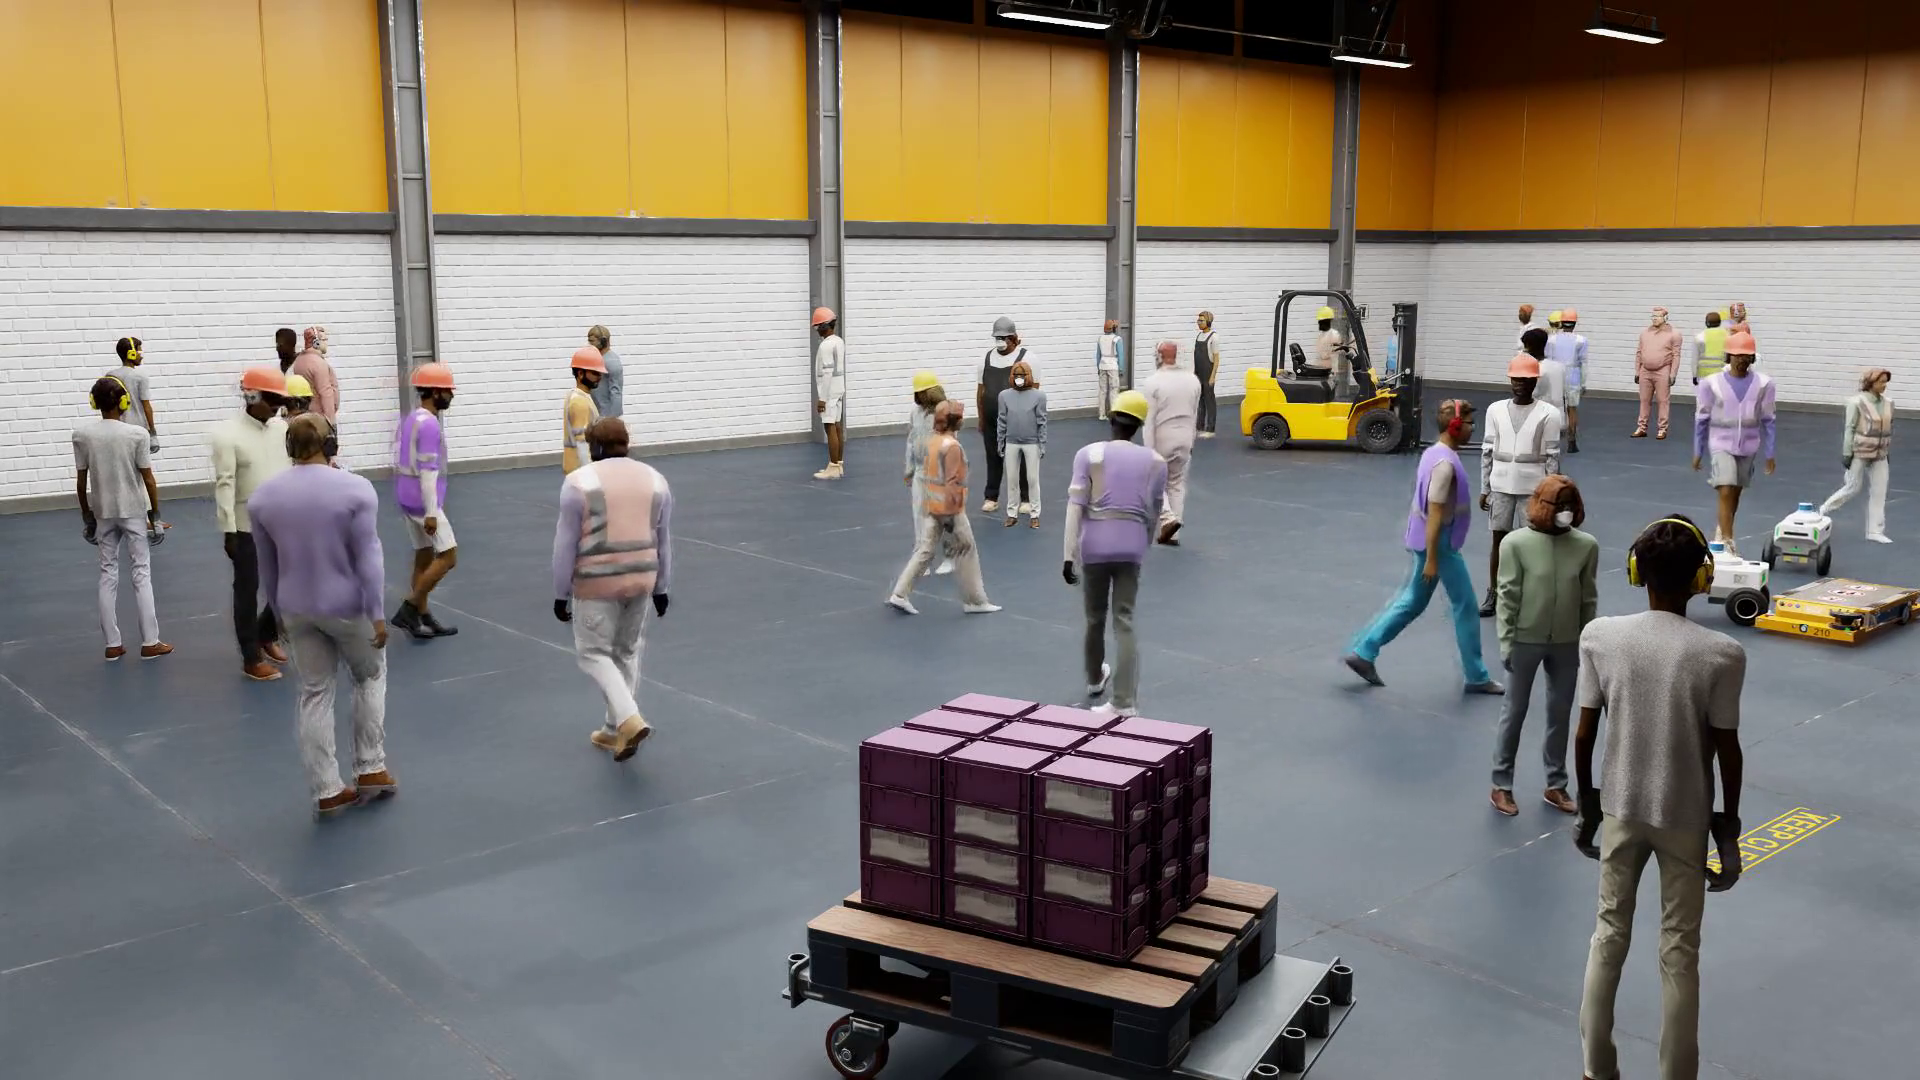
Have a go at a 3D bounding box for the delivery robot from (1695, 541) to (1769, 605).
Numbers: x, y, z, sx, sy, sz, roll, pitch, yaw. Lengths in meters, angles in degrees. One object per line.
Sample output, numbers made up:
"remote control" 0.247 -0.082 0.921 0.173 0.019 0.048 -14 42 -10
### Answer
"delivery robot" 5.495 0.254 12.119 0.707 0.478 0.477 5 11 26

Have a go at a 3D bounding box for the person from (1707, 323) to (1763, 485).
"person" 8.854 -1.526 18.936 0.362 1.883 0.575 -2 10 -9

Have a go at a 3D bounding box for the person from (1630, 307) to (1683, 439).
"person" 10.060 -2.412 24.058 0.407 1.908 0.641 -9 13 -42

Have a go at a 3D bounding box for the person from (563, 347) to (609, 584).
"person" -2.906 -0.534 12.985 0.376 1.932 0.543 -3 10 -15

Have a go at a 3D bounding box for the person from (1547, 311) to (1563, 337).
"person" 9.346 -2.707 26.183 0.303 1.772 0.530 3 10 16

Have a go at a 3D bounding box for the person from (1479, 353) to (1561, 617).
"person" 4.040 -0.382 12.066 0.550 1.940 0.346 6 12 33

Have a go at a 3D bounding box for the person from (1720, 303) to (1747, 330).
"person" 12.140 -2.762 26.093 0.650 1.911 0.409 -8 12 -38

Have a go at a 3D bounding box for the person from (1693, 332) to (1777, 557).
"person" 6.714 -0.804 14.410 0.623 1.994 1.032 2 10 11

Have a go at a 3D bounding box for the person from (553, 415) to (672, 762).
"person" -1.770 0.264 8.665 0.664 1.822 0.624 -9 13 -42

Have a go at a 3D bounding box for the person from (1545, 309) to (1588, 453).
"person" 8.131 -2.134 22.340 0.553 1.933 0.368 5 11 25

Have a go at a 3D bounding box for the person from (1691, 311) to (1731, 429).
"person" 11.277 -2.515 24.923 0.619 1.817 0.868 3 10 17

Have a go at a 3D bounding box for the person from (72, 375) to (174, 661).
"person" -5.470 -0.140 10.859 0.513 1.872 0.328 -1 10 -6

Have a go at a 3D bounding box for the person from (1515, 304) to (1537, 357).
"person" 9.070 -2.861 26.788 0.442 1.873 0.634 1 10 4

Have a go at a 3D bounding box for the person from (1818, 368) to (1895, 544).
"person" 8.406 -0.803 15.483 0.518 1.615 0.702 -3 10 -14

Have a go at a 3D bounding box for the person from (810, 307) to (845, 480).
"person" -1.566 -1.728 19.677 0.387 2.034 0.605 2 10 10

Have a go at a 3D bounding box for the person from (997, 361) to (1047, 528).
"person" 0.601 -0.922 16.155 0.501 1.625 0.282 3 10 17

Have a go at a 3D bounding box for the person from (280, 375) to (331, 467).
"person" -4.854 -0.332 12.284 0.525 1.770 0.306 3 10 18

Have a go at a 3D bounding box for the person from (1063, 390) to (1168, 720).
"person" 0.889 0.071 9.676 0.643 1.857 0.851 -1 10 -6

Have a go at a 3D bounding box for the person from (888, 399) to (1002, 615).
"person" -0.139 -0.232 12.181 0.837 1.603 0.526 -3 10 -19

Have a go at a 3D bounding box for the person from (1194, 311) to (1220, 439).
"person" 3.549 -2.395 24.132 0.346 1.846 0.507 -5 11 -29

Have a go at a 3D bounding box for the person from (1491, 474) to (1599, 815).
"person" 2.769 0.495 7.855 0.502 1.629 0.280 -1 10 -5

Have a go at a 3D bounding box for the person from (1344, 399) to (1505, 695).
"person" 2.841 0.038 10.038 0.971 1.802 0.576 2 10 10

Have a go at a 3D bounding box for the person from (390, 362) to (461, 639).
"person" -3.626 -0.256 11.405 0.474 1.916 0.564 -6 11 -30

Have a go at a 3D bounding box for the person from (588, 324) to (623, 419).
"person" -3.680 -1.260 17.227 0.373 1.936 0.629 -6 11 -31

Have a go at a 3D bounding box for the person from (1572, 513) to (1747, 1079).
"person" 2.123 0.855 5.064 0.508 1.862 0.329 8 13 39

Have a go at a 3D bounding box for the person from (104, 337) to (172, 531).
"person" -7.929 -1.008 15.972 0.520 1.861 0.332 3 10 16

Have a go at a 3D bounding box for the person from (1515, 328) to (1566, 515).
"person" 5.747 -1.136 16.522 0.712 1.924 0.639 9 13 41

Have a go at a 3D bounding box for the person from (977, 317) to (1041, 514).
"person" 0.468 -1.284 17.058 0.689 2.000 0.536 4 10 22

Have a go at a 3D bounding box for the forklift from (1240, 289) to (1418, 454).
"forklift" 5.034 -2.339 22.783 2.313 2.155 1.214 3 10 16

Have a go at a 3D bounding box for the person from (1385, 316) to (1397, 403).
"person" 7.017 -2.758 26.687 0.318 1.698 0.534 -5 11 -26

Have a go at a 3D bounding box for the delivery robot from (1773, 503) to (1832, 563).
"delivery robot" 7.102 -0.068 14.008 0.477 0.478 0.707 7 12 35

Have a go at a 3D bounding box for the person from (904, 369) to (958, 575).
"person" -0.240 -0.554 13.730 0.525 1.726 0.490 7 12 35

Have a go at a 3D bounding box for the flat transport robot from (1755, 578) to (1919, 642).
"flat transport robot" 6.312 0.482 11.891 1.431 0.197 0.652 -9 13 -42

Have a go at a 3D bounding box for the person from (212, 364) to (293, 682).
"person" -4.353 -0.100 10.331 0.430 1.972 0.655 6 11 31

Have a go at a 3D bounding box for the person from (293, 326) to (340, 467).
"person" -6.674 -1.270 17.370 0.642 1.909 0.409 9 14 44

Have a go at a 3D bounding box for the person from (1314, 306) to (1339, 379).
"person" 5.372 -2.462 24.315 0.637 1.911 0.609 -1 10 -7

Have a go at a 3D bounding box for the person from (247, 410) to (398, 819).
"person" -3.004 0.339 7.929 0.649 1.909 0.654 1 10 3

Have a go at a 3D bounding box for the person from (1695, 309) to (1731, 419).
"person" 12.396 -2.810 26.760 0.859 1.800 0.600 3 10 18

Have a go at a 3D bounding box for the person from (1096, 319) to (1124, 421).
"person" 2.396 -2.711 26.580 0.514 1.642 0.314 10 14 44

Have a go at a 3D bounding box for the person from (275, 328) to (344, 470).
"person" -6.949 -1.304 17.604 0.600 1.895 0.678 7 12 36

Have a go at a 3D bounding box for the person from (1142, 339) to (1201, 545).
"person" 1.901 -0.868 15.075 0.639 1.887 0.471 -5 11 -26
